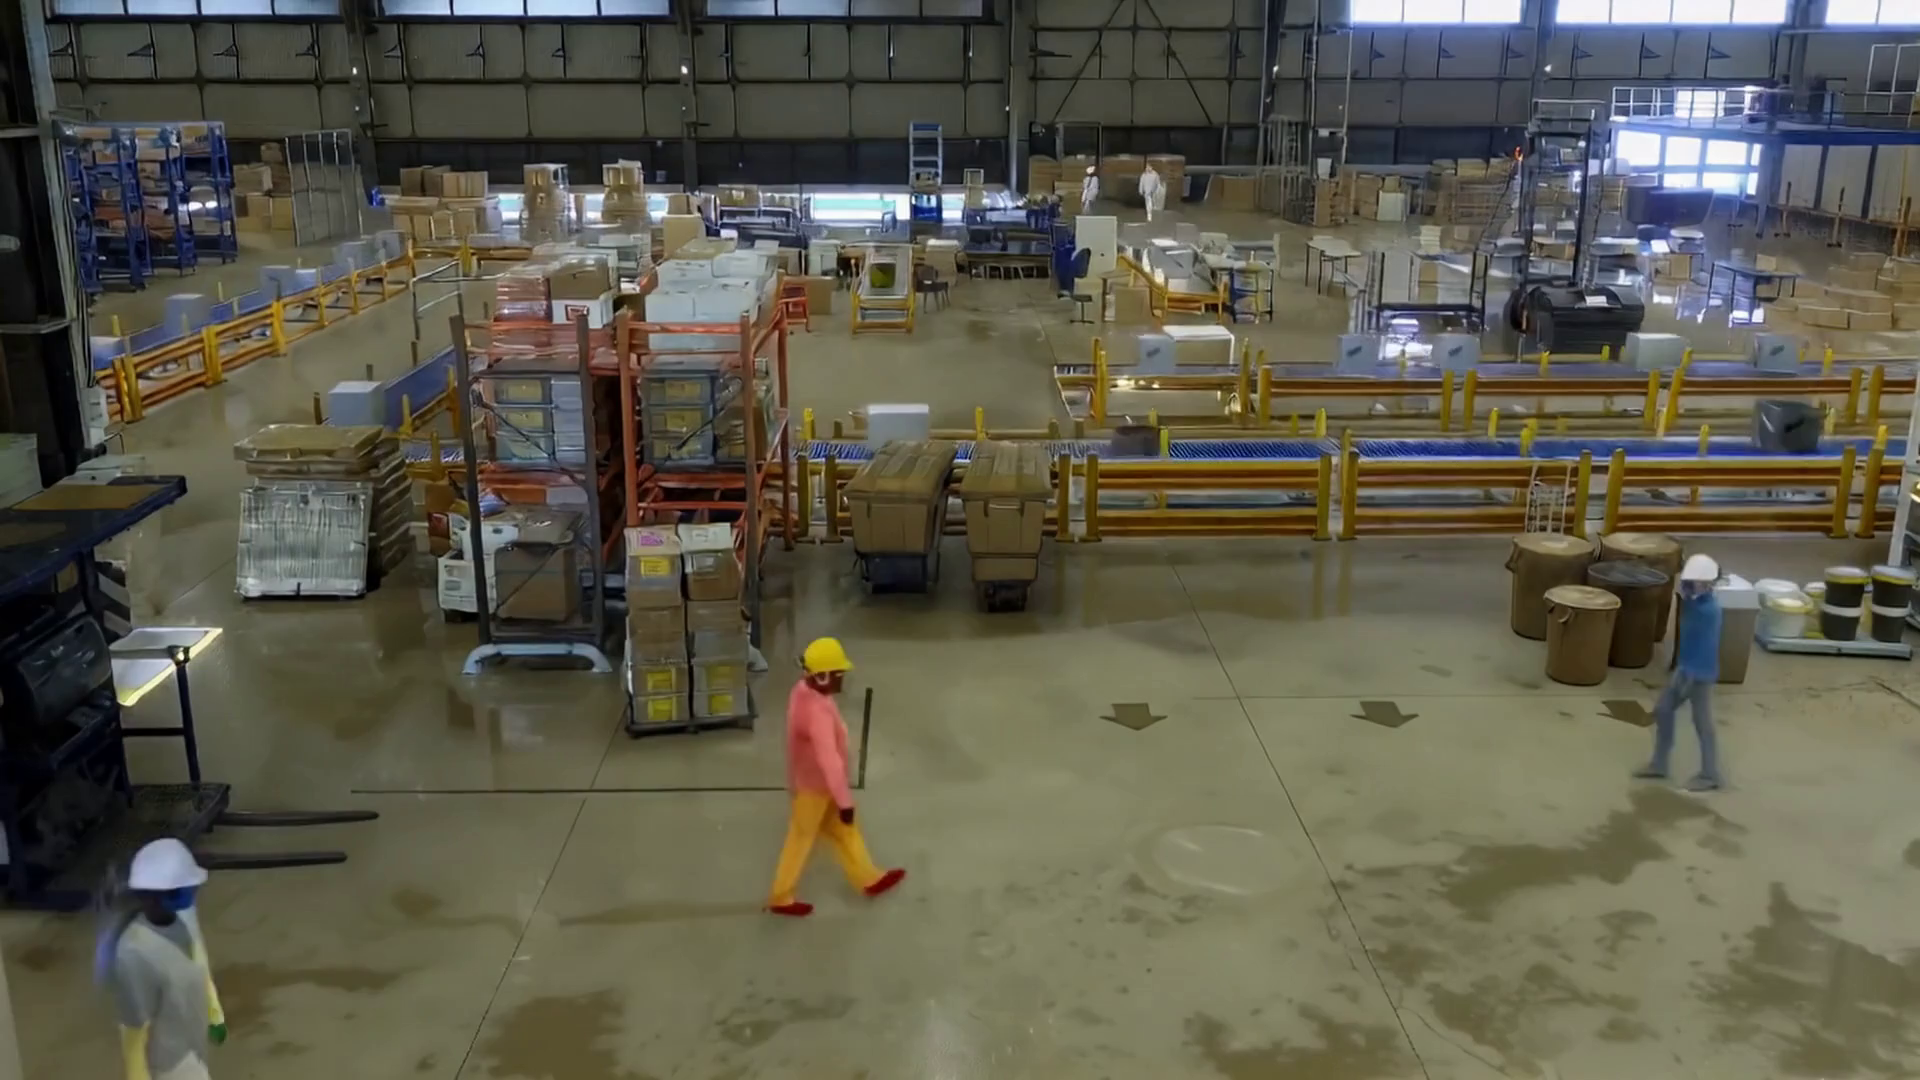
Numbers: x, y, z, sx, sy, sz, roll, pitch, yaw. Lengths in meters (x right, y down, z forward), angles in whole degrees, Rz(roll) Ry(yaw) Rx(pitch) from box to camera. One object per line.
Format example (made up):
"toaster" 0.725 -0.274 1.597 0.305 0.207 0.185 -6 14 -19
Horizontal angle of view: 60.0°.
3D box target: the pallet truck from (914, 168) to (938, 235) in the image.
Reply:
"pallet truck" -0.989 -10.316 50.507 0.823 1.965 1.885 1 16 3

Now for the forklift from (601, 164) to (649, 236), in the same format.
"forklift" -9.948 -10.127 49.296 1.157 1.987 2.680 -1 16 -3

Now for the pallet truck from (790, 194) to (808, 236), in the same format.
"pallet truck" -4.814 -9.883 50.259 0.704 1.261 1.522 -1 16 -3

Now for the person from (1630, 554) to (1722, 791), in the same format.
"person" 5.142 0.951 11.802 0.691 1.745 0.536 1 16 3

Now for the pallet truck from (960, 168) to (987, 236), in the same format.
"pallet truck" 0.383 -10.230 50.206 0.823 1.965 1.885 -1 16 -3

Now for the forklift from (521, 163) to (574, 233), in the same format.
"forklift" -12.233 -10.122 49.298 1.157 1.987 2.680 0 16 -1

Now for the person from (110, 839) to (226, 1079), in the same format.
"person" -3.517 2.174 7.285 0.955 1.904 0.559 0 16 0

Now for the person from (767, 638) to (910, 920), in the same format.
"person" -0.763 1.442 10.013 0.930 1.779 0.623 -3 16 -10

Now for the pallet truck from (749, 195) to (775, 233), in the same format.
"pallet truck" -6.051 -9.967 50.660 0.680 1.201 1.601 0 16 -1

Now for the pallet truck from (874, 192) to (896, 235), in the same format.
"pallet truck" -2.277 -9.986 50.594 0.653 1.274 1.630 0 16 -1

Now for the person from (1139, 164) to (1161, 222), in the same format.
"person" 6.166 -11.289 54.162 0.669 1.852 1.034 9 18 28

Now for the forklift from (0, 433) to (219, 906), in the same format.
"forklift" -5.952 0.780 10.366 1.873 2.768 1.129 0 16 -1

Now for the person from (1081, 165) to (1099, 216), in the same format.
"person" 3.957 -10.468 50.981 0.646 2.029 0.418 14 21 41
